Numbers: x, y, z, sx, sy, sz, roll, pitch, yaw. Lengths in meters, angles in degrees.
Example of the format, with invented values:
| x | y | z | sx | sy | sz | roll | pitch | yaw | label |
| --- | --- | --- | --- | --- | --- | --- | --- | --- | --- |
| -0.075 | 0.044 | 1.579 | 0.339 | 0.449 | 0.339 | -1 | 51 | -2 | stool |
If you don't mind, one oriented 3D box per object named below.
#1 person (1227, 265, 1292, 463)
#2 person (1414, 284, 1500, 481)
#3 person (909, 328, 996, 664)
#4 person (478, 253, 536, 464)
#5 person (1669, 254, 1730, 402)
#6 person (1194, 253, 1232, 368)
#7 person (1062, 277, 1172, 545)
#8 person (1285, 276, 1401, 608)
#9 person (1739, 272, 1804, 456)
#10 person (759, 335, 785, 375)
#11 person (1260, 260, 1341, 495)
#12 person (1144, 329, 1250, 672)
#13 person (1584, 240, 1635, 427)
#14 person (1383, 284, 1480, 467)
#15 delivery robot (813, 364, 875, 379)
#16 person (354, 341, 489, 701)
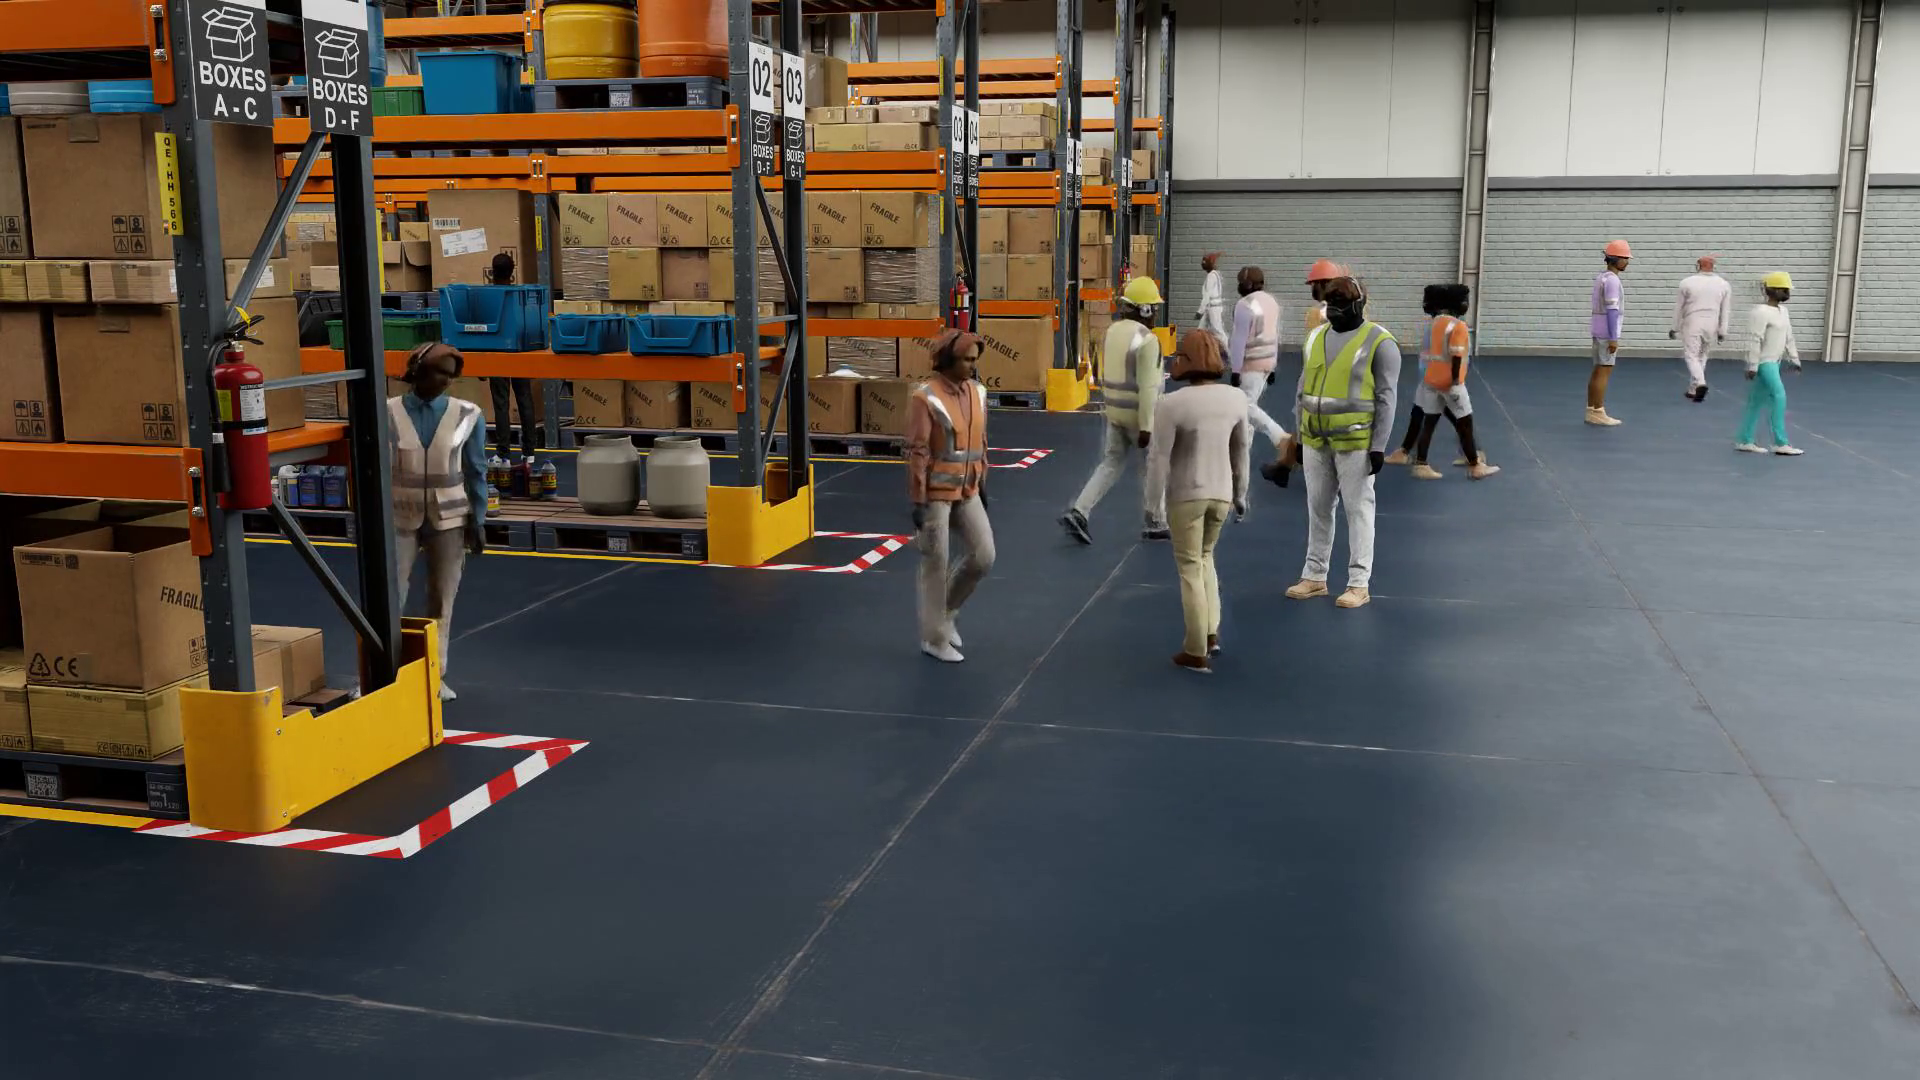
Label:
| x | y | z | sx | sy | sz | roll | pitch | yaw | label |
| --- | --- | --- | --- | --- | --- | --- | --- | --- | --- |
| 2.699 | -1.554 | 14.957 | 0.744 | 1.822 | 0.631 | 8 | 13 | 36 | person |
| 4.240 | -1.324 | 14.083 | 0.793 | 1.660 | 0.557 | -2 | 10 | -10 | person |
| -0.043 | -0.207 | 8.008 | 0.364 | 1.621 | 0.554 | 9 | 14 | 41 | person |
| -4.114 | -1.640 | 15.159 | 0.591 | 1.922 | 0.392 | -8 | 13 | -38 | person |
| 9.441 | -2.705 | 21.201 | 0.645 | 1.874 | 0.882 | 0 | 10 | -1 | person |
| 4.049 | -3.645 | 26.518 | 0.964 | 1.845 | 0.578 | 1 | 10 | 5 | person |
| 1.095 | -0.848 | 11.091 | 0.827 | 1.807 | 0.587 | -6 | 12 | -30 | person |
| 2.131 | -0.549 | 9.334 | 0.429 | 1.844 | 0.625 | -9 | 14 | -42 | person |
| 7.822 | -1.666 | 15.817 | 0.753 | 1.739 | 0.532 | 10 | 14 | 43 | person |
| -2.001 | -2.025 | 17.419 | 1.040 | 1.891 | 0.638 | 3 | 11 | 15 | person |
| 2.938 | -1.310 | 13.464 | 0.538 | 1.874 | 1.038 | -7 | 13 | -35 | person |
| 1.104 | -0.190 | 7.930 | 0.522 | 1.618 | 0.425 | -5 | 11 | -25 | person |
| 7.159 | -2.271 | 18.316 | 0.393 | 2.039 | 0.613 | 2 | 10 | 8 | person |
| 4.302 | -1.470 | 14.964 | 0.882 | 1.652 | 0.545 | 5 | 11 | 24 | person |
| -1.386 | -1.861 | 19.906 | 0.707 | 0.478 | 0.477 | 2 | 11 | 14 | delivery robot |
| -2.359 | -0.065 | 7.305 | 0.574 | 1.608 | 0.333 | -3 | 11 | -18 | person |
